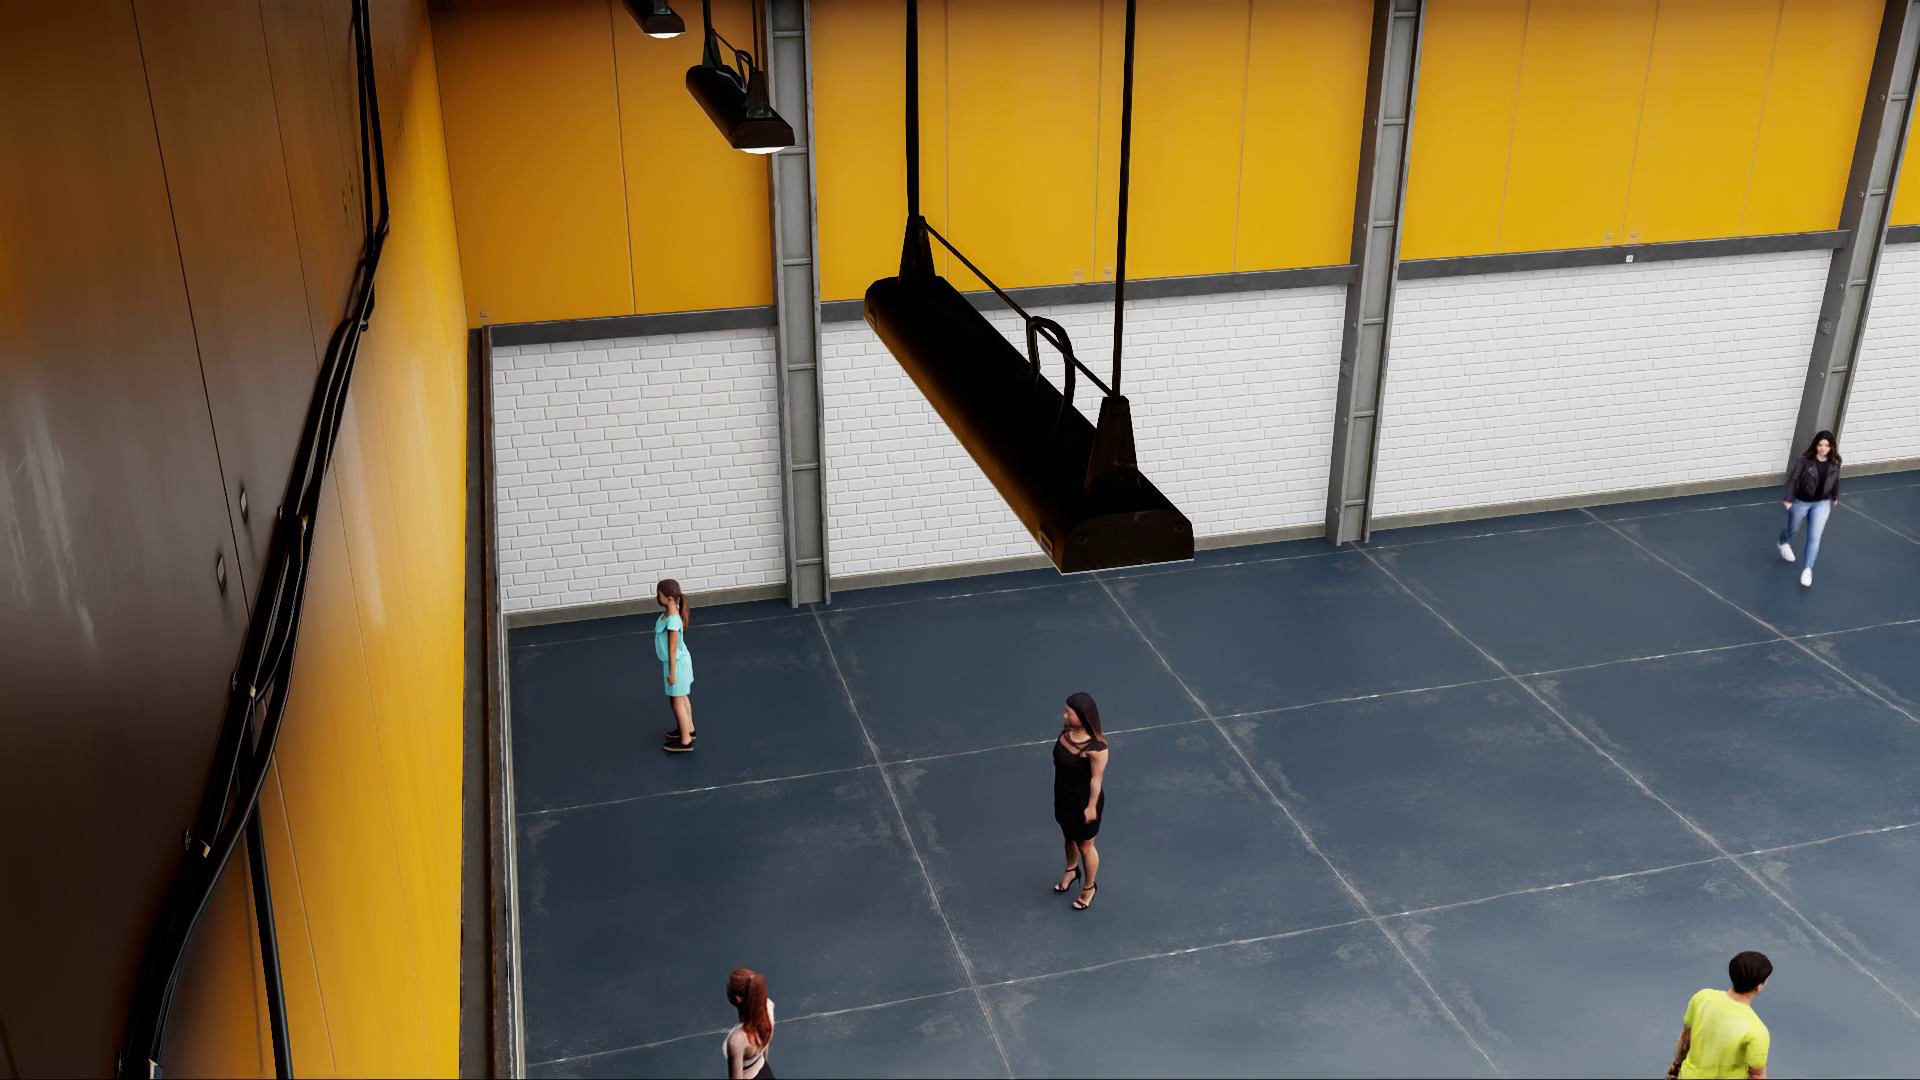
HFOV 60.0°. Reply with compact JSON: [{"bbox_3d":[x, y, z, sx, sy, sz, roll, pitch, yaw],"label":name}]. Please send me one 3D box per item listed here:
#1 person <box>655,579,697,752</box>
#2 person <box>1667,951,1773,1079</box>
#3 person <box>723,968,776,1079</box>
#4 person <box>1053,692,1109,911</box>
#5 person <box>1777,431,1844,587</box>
[{"bbox_3d":[-2.383,1.038,13.963,0.564,1.558,0.570,-3,24,-6],"label":"person"},{"bbox_3d":[4.136,3.032,9.230,0.727,1.694,0.740,-14,27,-28],"label":"person"},{"bbox_3d":[-1.124,3.062,9.105,0.699,1.739,0.666,9,25,20],"label":"person"},{"bbox_3d":[0.858,1.850,11.904,0.662,1.718,0.694,-11,26,-24],"label":"person"},{"bbox_3d":[8.771,-0.396,17.204,1.158,1.590,1.074,2,24,6],"label":"person"}]
